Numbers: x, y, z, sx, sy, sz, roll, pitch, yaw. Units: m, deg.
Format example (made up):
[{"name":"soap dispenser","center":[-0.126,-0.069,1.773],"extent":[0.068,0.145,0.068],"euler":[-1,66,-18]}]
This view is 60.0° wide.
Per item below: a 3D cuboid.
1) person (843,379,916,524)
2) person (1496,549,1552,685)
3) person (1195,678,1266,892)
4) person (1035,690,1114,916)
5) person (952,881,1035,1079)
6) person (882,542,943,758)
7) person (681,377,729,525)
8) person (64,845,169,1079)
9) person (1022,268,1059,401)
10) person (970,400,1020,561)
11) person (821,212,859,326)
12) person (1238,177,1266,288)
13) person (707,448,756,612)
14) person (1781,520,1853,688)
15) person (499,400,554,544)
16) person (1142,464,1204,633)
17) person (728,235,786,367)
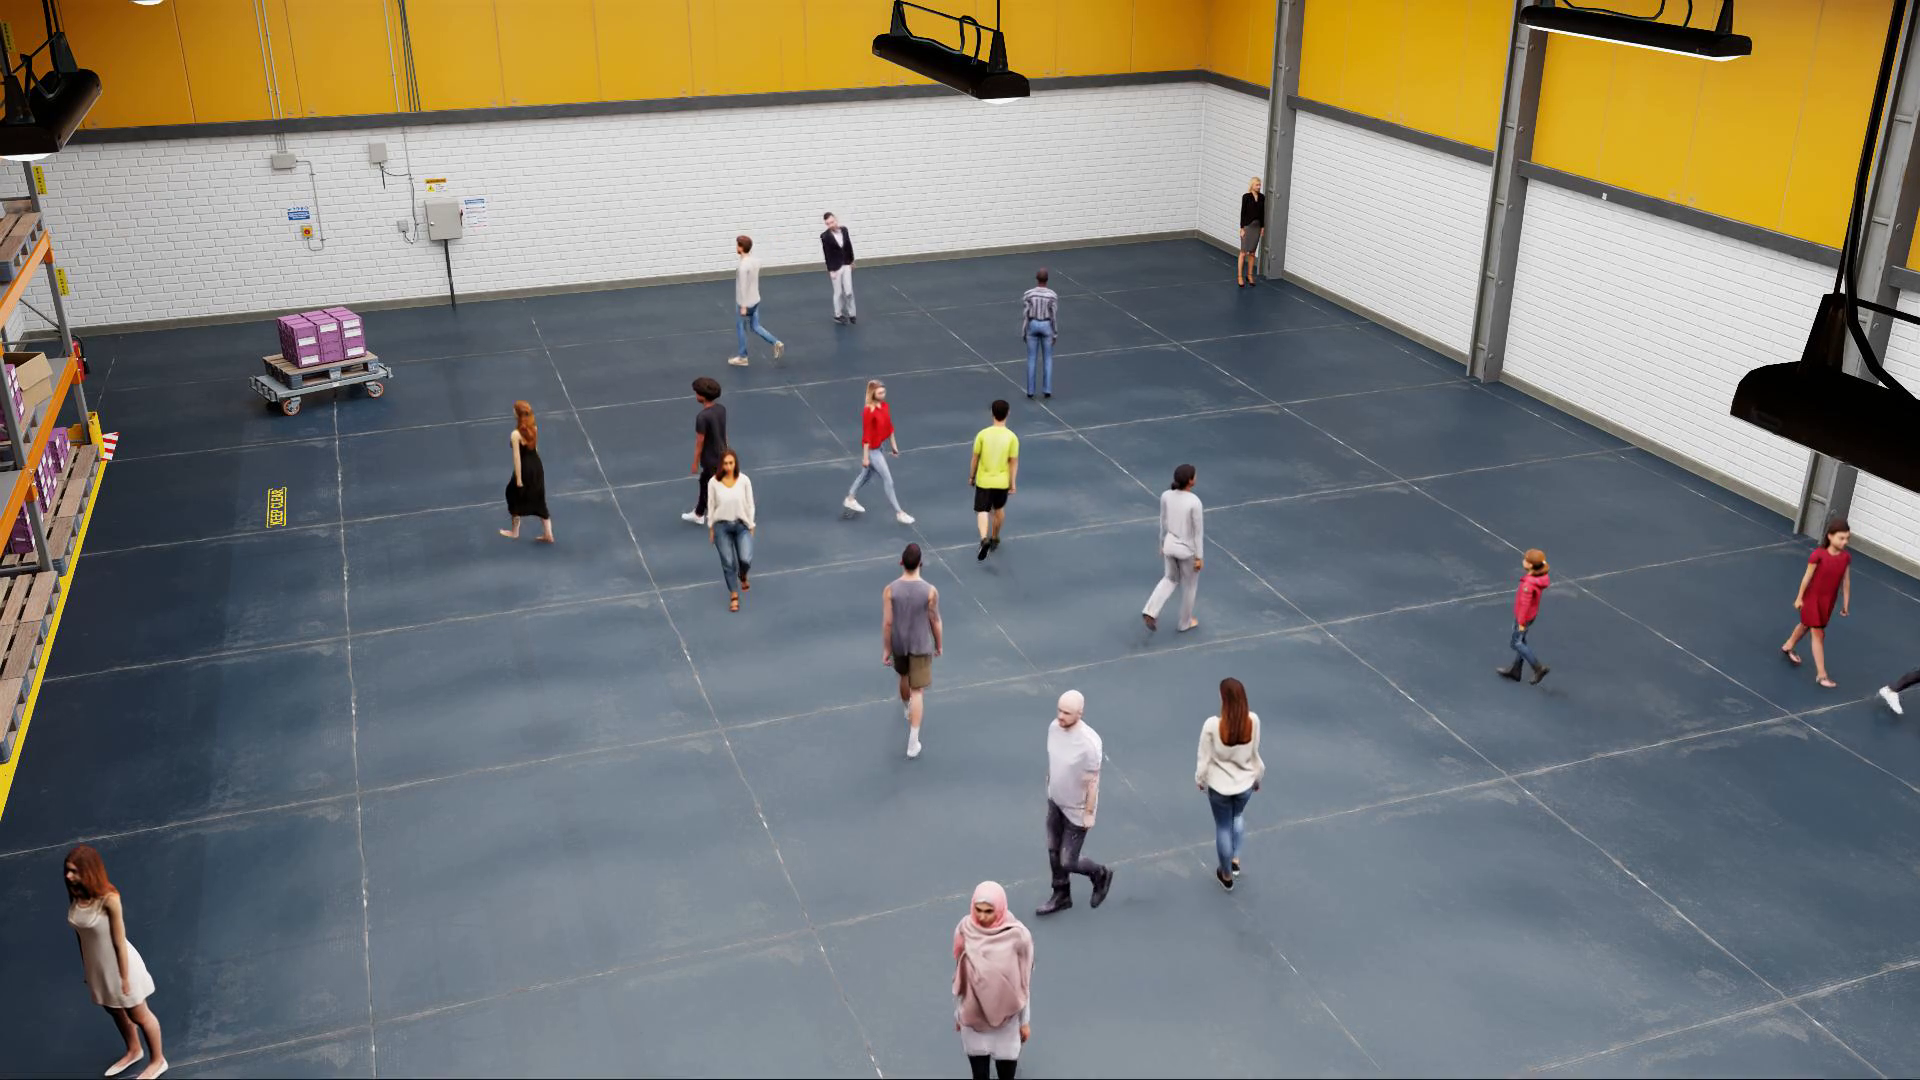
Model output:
[{"name":"person","center":[-0.999,-0.980,18.412],"extent":[1.194,1.652,1.134],"euler":[9,25,20]},{"name":"person","center":[5.155,0.708,14.983],"extent":[0.810,1.306,0.710],"euler":[17,29,34]},{"name":"person","center":[1.975,1.807,12.005],"extent":[0.681,1.677,0.662],"euler":[-3,24,-7]},{"name":"person","center":[0.863,1.850,11.731],"extent":[0.842,1.819,0.823],"euler":[-14,27,-30]},{"name":"person","center":[0.201,2.732,9.746],"extent":[0.872,1.791,0.998],"euler":[4,24,9]},{"name":"person","center":[-0.410,0.942,13.942],"extent":[1.002,1.800,1.295],"euler":[2,24,5]},{"name":"person","center":[-2.616,-0.888,18.088],"extent":[1.126,1.744,1.130],"euler":[8,25,17]},{"name":"person","center":[-5.186,2.586,10.184],"extent":[0.643,1.709,0.698],"euler":[10,25,21]},{"name":"person","center":[1.075,-2.762,22.311],"extent":[0.689,1.794,0.658],"euler":[1,24,2]},{"name":"person","center":[0.356,-0.605,17.521],"extent":[0.908,1.679,1.105],"euler":[-1,24,-2]},{"name":"person","center":[-1.858,-4.177,25.560],"extent":[0.795,1.785,0.808],"euler":[-20,31,-38]},{"name":"person","center":[4.825,-5.126,27.660],"extent":[0.604,1.842,0.546],"euler":[-10,25,-21]},{"name":"person","center":[-2.261,-0.141,16.468],"extent":[0.704,1.671,0.756],"euler":[-3,24,-6]},{"name":"person","center":[7.810,0.513,15.178],"extent":[0.710,1.507,1.104],"euler":[-3,24,-6]},{"name":"person","center":[-4.561,-0.698,17.831],"extent":[0.954,1.601,0.886],"euler":[11,26,24]},{"name":"person","center":[2.056,0.119,15.816],"extent":[0.906,1.718,0.957],"euler":[-20,31,-38]},{"name":"person","center":[-2.920,-3.361,23.569],"extent":[1.109,1.885,1.111],"euler":[7,25,15]}]
